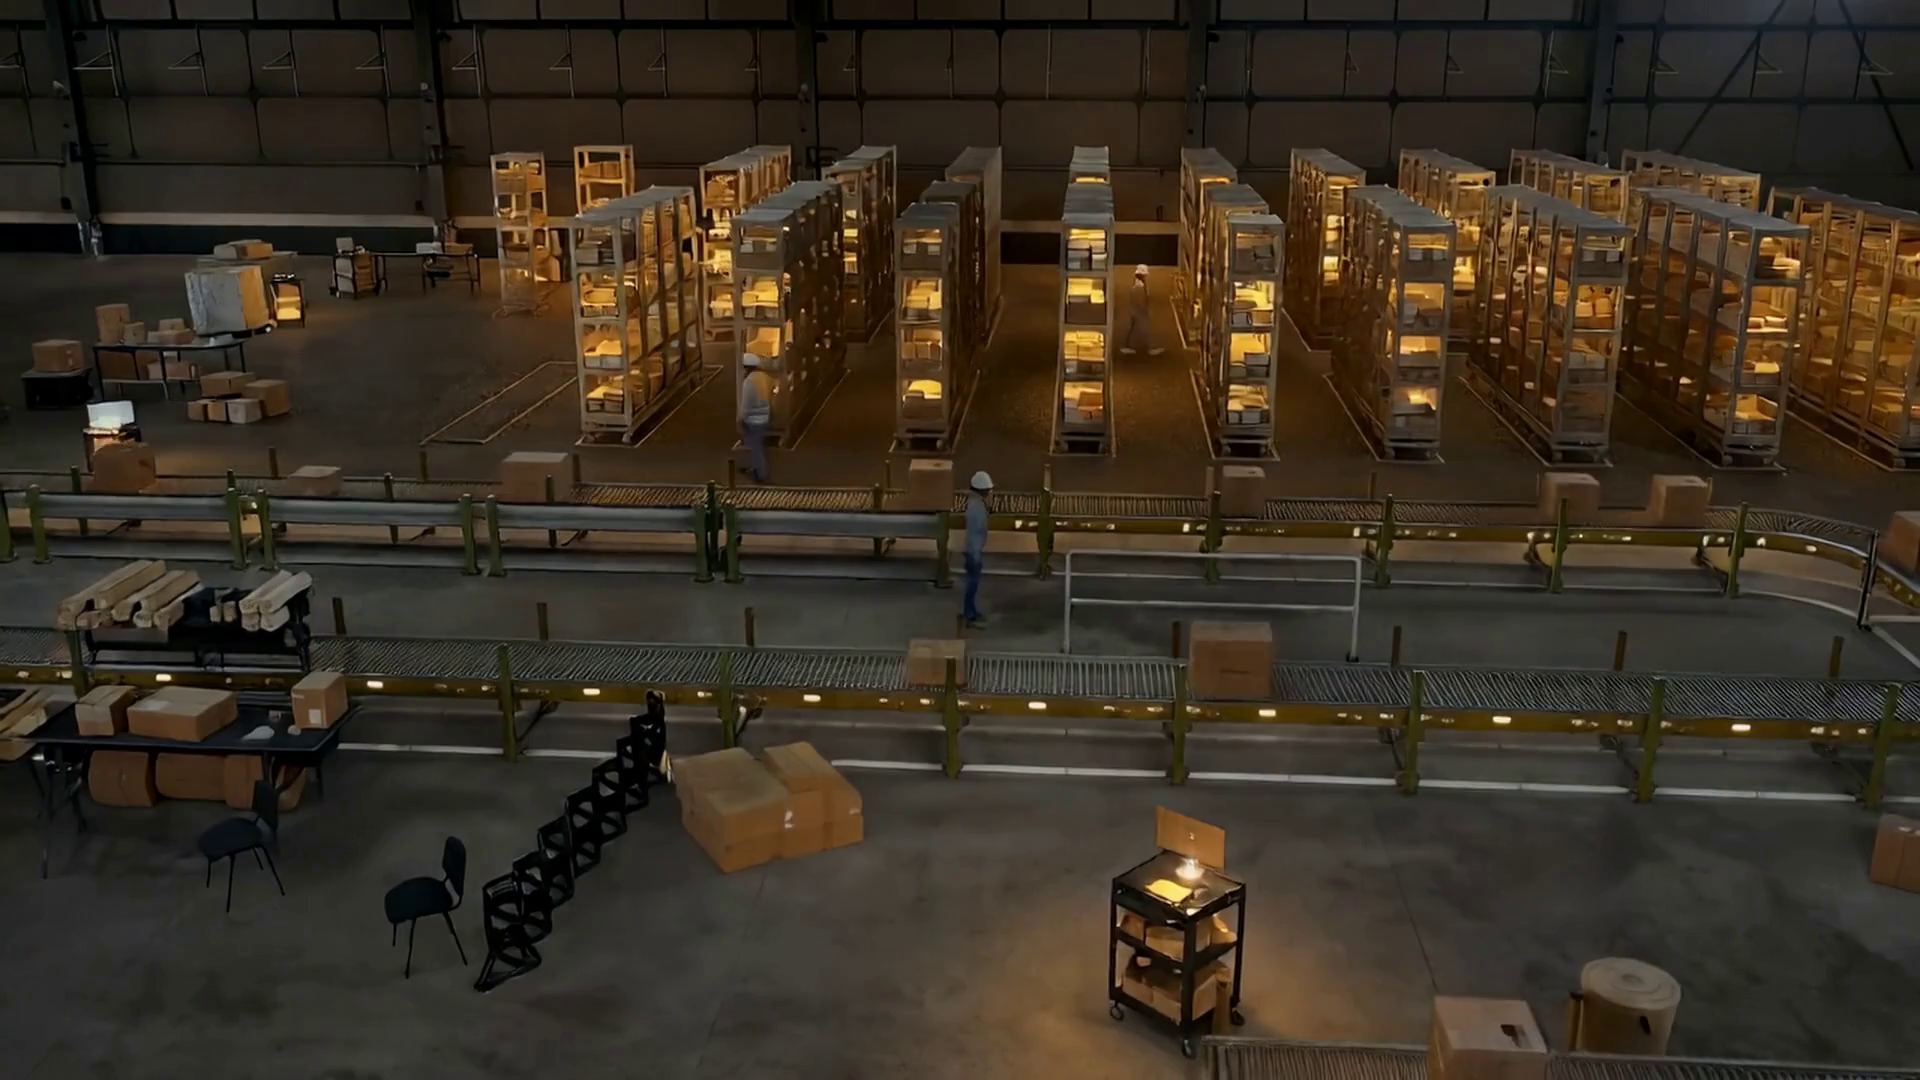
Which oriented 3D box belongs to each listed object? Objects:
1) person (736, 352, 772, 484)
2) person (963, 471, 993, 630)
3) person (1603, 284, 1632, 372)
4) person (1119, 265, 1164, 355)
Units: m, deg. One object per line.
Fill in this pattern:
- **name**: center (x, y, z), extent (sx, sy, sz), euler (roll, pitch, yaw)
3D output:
- **person**: center (-3.075, -1.767, 24.010), extent (0.786, 1.922, 0.638), euler (8, 19, 23)
- **person**: center (0.203, 0.098, 18.365), extent (0.329, 1.765, 0.526), euler (1, 18, 4)
- **person**: center (12.375, -4.039, 31.359), extent (0.377, 1.841, 0.567), euler (-13, 21, -35)
- **person**: center (3.623, -4.595, 33.224), extent (0.912, 1.779, 0.600), euler (1, 18, 5)
